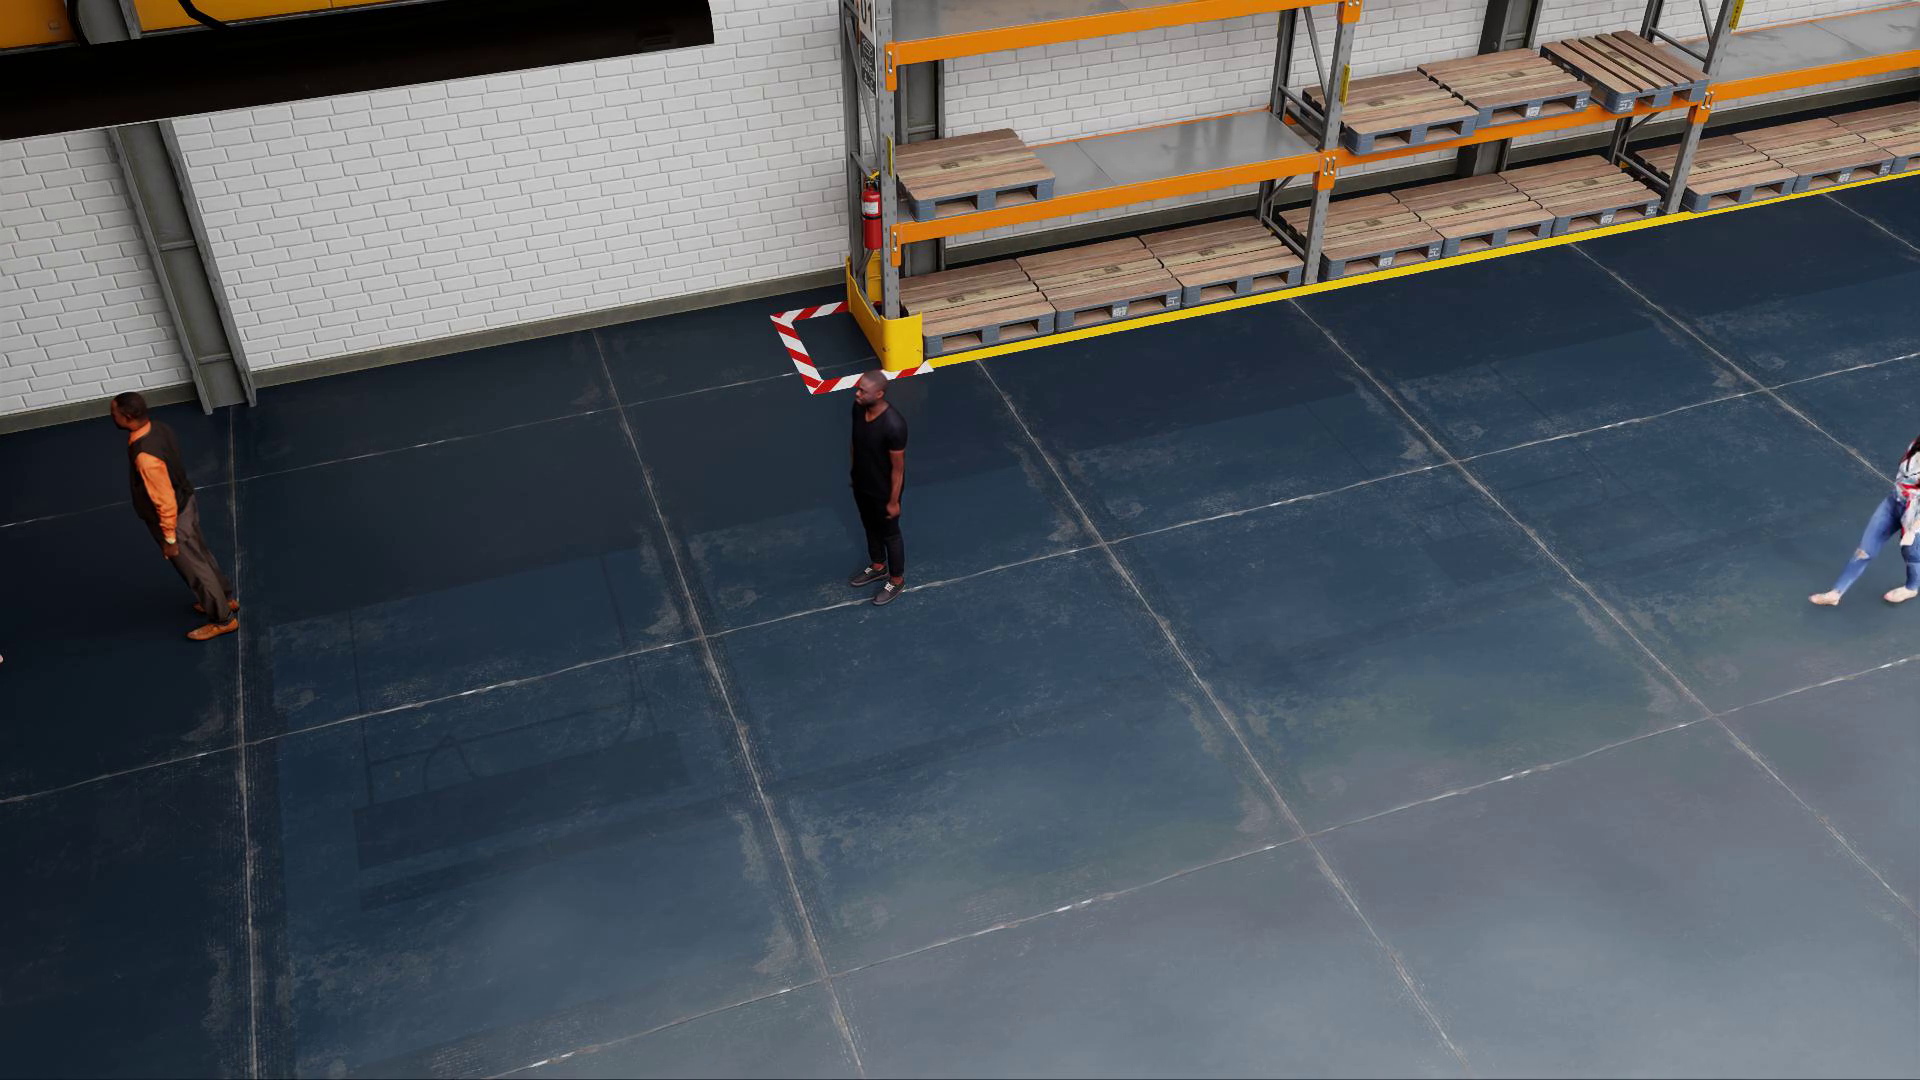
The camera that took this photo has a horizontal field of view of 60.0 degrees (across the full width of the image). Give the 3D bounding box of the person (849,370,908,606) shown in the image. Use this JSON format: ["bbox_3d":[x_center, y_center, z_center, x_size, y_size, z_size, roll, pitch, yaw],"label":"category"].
[{"bbox_3d":[-0.549,-0.375,11.254,0.674,1.819,0.731,-27,46,-30],"label":"person"}]

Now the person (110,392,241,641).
[{"bbox_3d":[-5.150,-0.163,10.919,0.630,1.906,0.715,-9,40,-11],"label":"person"}]

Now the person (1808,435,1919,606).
[{"bbox_3d":[6.444,-0.158,11.181,1.083,1.571,0.705,-8,39,-10],"label":"person"}]
